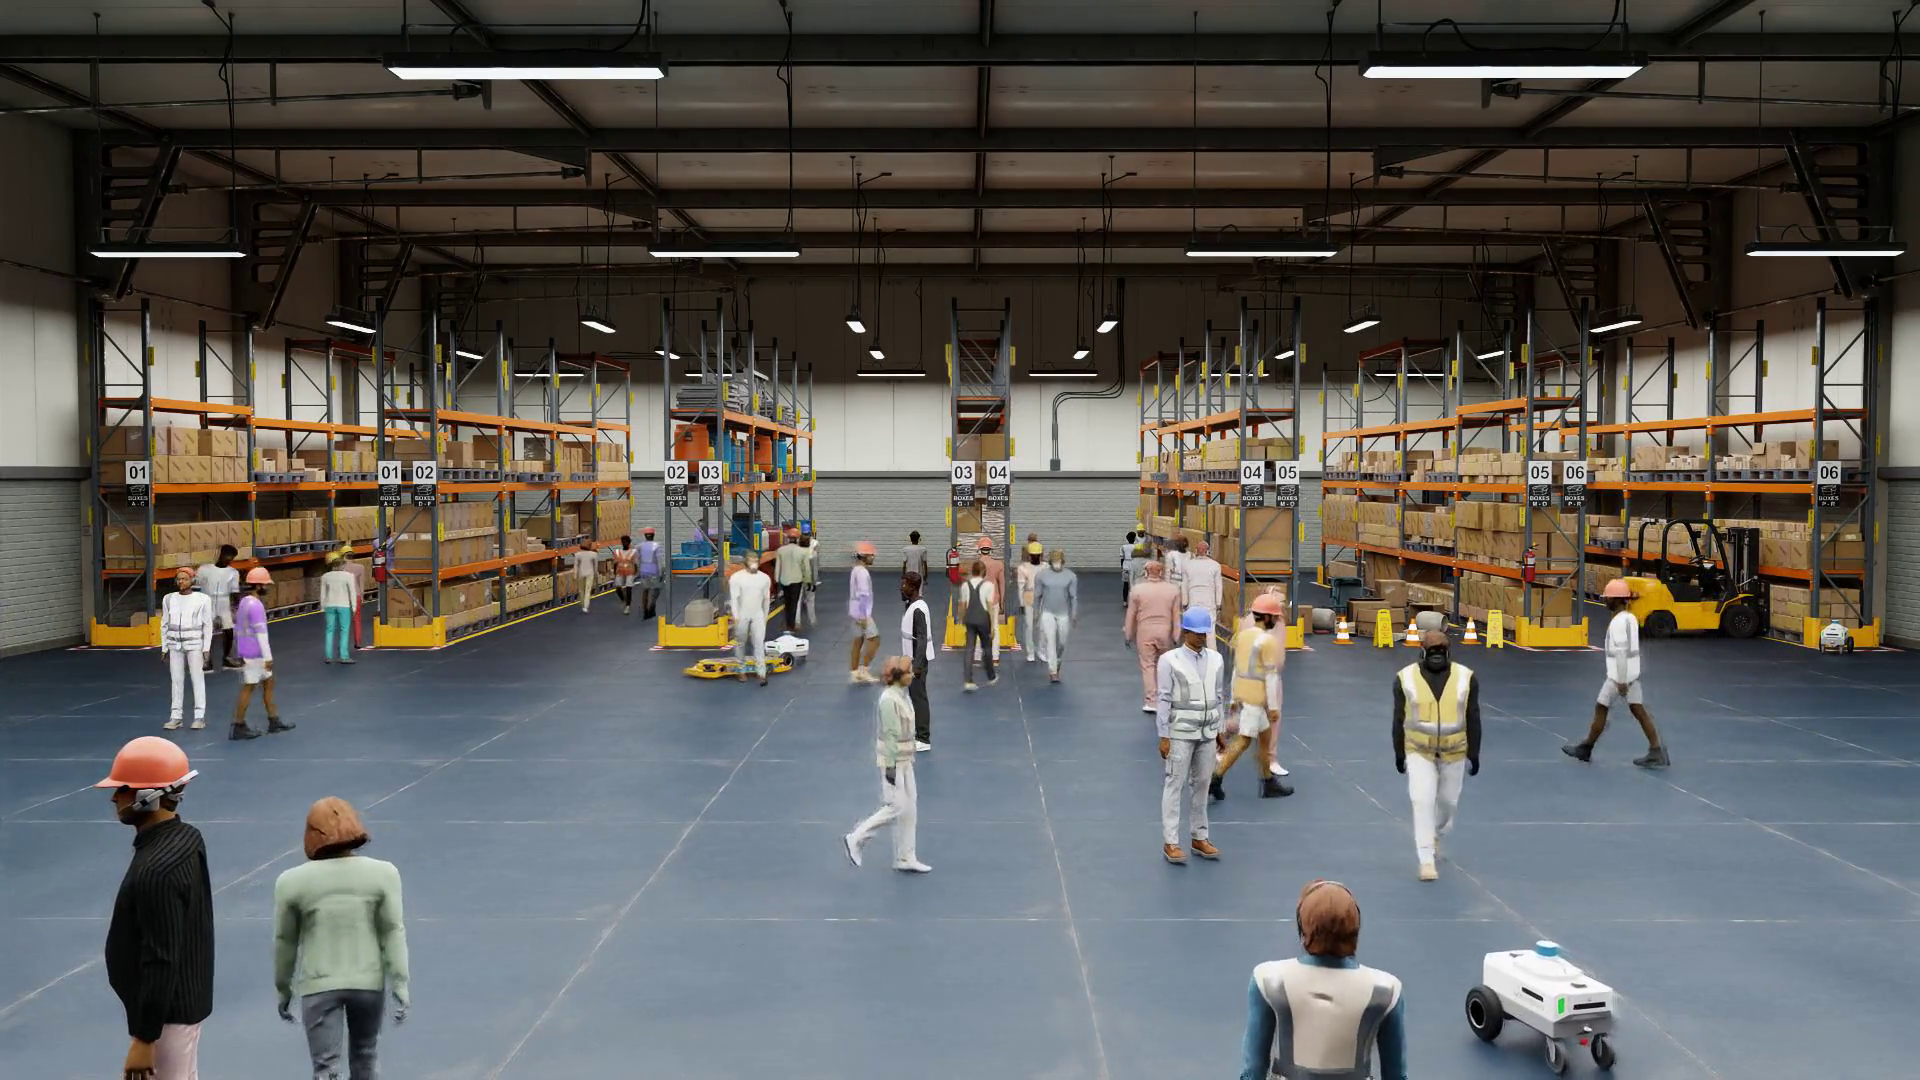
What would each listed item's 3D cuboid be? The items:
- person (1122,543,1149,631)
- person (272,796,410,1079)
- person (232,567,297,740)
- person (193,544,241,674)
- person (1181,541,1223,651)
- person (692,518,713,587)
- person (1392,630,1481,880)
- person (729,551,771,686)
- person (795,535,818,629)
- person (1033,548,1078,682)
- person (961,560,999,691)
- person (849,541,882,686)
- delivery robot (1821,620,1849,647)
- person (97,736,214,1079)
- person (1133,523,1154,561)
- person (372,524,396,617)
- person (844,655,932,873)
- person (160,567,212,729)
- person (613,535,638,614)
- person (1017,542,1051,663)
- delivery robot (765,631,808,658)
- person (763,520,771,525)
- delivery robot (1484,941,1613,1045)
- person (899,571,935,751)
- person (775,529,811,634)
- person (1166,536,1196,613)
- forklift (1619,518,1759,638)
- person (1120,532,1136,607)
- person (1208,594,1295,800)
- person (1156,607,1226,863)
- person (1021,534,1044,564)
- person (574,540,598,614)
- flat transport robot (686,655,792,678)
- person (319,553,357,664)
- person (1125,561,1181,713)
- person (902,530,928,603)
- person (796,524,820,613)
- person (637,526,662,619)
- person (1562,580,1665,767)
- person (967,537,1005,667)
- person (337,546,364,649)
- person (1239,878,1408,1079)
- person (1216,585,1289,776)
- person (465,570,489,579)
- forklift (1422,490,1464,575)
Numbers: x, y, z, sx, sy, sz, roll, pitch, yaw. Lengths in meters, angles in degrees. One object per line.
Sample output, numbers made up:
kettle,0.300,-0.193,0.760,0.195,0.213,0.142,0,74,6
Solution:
person,3.369,0.898,30.209,0.473,1.686,0.883,-1,2,-19
person,-2.572,1.875,6.727,0.529,1.587,0.872,-1,2,-24
person,-7.797,1.263,18.154,0.831,1.908,0.580,-2,3,-35
person,-11.130,1.026,24.141,0.693,1.923,0.368,-1,3,-32
person,3.827,0.976,25.486,0.643,1.908,0.399,1,2,20
person,-6.852,0.316,43.132,0.571,1.830,0.625,0,2,7
person,3.542,1.559,12.053,0.635,1.811,0.785,0,2,9
person,-2.962,1.098,22.822,0.627,1.890,1.045,-1,2,-22
person,-3.016,0.813,31.102,0.633,1.795,0.957,0,2,7
person,1.376,1.064,23.296,0.637,1.910,0.860,0,2,-2
person,0.266,1.168,22.195,0.525,1.782,1.011,1,2,21
person,-1.294,1.030,22.602,0.558,2.025,0.646,-1,2,-13
delivery robot,14.484,1.567,26.726,0.477,0.478,0.707,2,3,35
person,-2.926,1.710,5.899,0.379,1.996,0.609,-1,2,-17
person,4.350,0.499,38.714,0.621,1.802,0.771,0,2,2
person,-11.988,0.633,33.735,0.630,1.940,0.372,0,2,6
person,-0.521,1.650,11.933,0.546,1.621,0.517,1,2,14
person,-8.995,1.254,18.758,0.576,1.884,0.354,0,2,-2
person,-7.103,0.730,34.277,0.550,1.686,0.369,0,2,2
person,1.196,0.983,25.373,0.591,1.900,0.728,0,2,-8
delivery robot,-2.653,1.644,24.786,0.477,0.478,0.707,2,3,37
person,-5.635,0.243,47.289,0.286,1.636,0.497,1,2,20
delivery robot,2.999,2.301,8.255,0.477,0.478,0.707,-1,2,-15
person,-0.464,1.293,17.361,0.370,1.916,0.597,0,2,-9
person,-3.094,0.766,30.204,0.659,1.941,0.996,0,2,9
person,4.133,0.830,30.209,0.583,1.837,0.999,0,2,0
forklift,13.417,0.684,29.791,2.313,2.155,1.214,0,2,0
person,3.827,0.660,36.046,0.535,1.697,0.318,1,3,29
person,2.590,1.424,14.598,0.939,1.888,0.558,-1,2,-17
person,1.782,1.477,12.373,0.614,1.943,0.405,-1,3,-28
person,1.682,0.654,37.529,0.515,1.590,0.897,0,2,0
person,-8.025,0.779,34.609,0.493,1.574,0.920,0,2,-8
flat transport robot,-3.278,1.864,23.936,1.431,0.197,0.652,-2,3,-38
person,-9.702,1.075,25.153,0.563,1.741,0.333,0,2,-4
person,2.382,1.202,20.289,0.673,1.868,0.879,0,2,-12
person,-0.876,0.747,31.716,0.513,1.872,0.328,0,2,3
person,-3.342,0.600,34.994,0.628,1.913,0.960,0,2,-1
person,-6.395,0.668,33.284,0.573,1.900,0.457,0,2,12
person,6.689,1.347,16.411,1.019,1.884,0.564,2,3,40
person,0.394,0.955,24.923,0.612,1.995,0.382,-1,2,-13
person,-10.386,0.975,27.410,0.525,1.755,0.331,-2,3,-37
person,1.182,1.915,5.248,0.544,1.622,0.395,0,2,11
person,2.916,1.373,16.059,0.662,1.877,0.751,-2,3,-42
person,-10.768,0.522,35.828,0.641,1.989,1.031,0,2,-4
forklift,13.926,-0.371,47.846,1.873,2.768,1.129,0,2,0
